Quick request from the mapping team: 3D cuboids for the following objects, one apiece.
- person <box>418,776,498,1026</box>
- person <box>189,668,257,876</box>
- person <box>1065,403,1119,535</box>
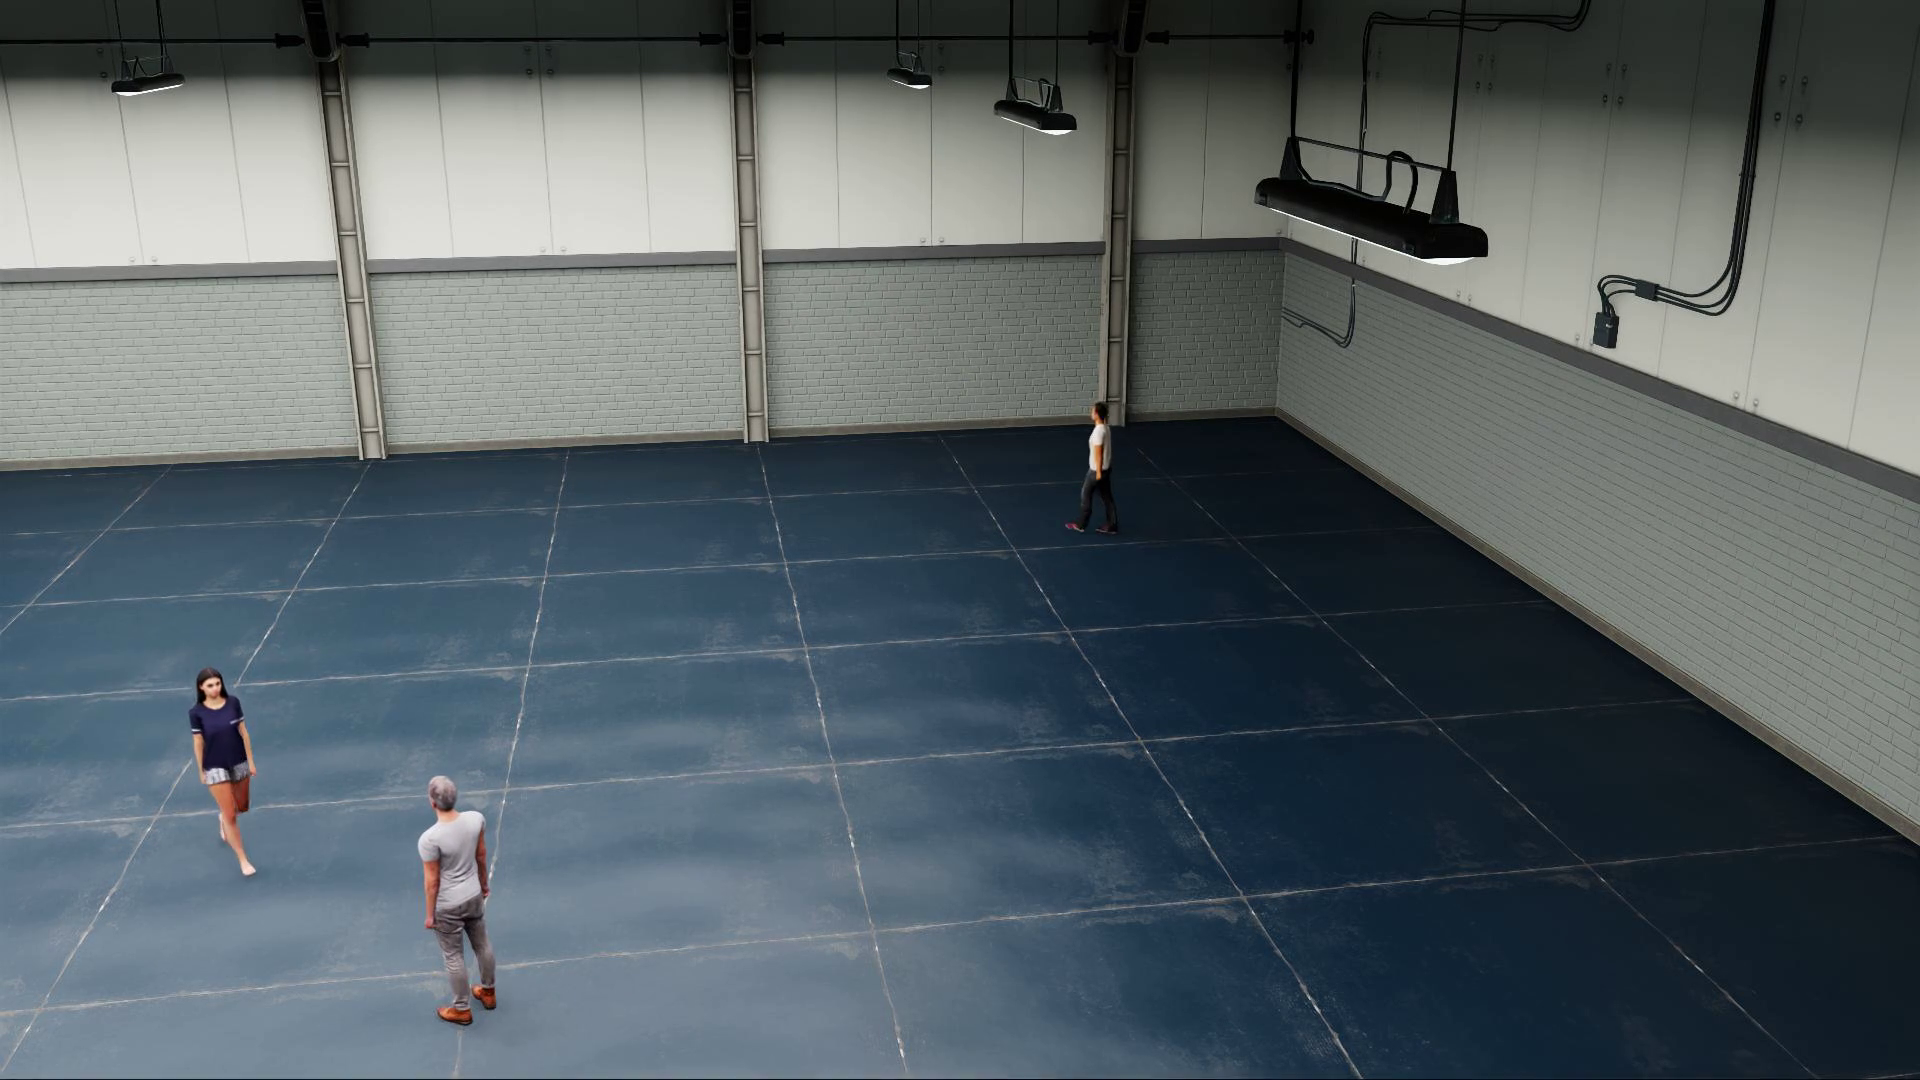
[{"bbox_3d":[-3.495,2.497,11.580,0.803,1.827,0.750,12,21,32],"label":"person"},{"bbox_3d":[-6.061,1.854,13.689,1.043,1.744,0.981,-15,23,-38],"label":"person"},{"bbox_3d":[1.953,-0.927,22.170,1.058,1.780,0.933,7,19,20],"label":"person"}]
